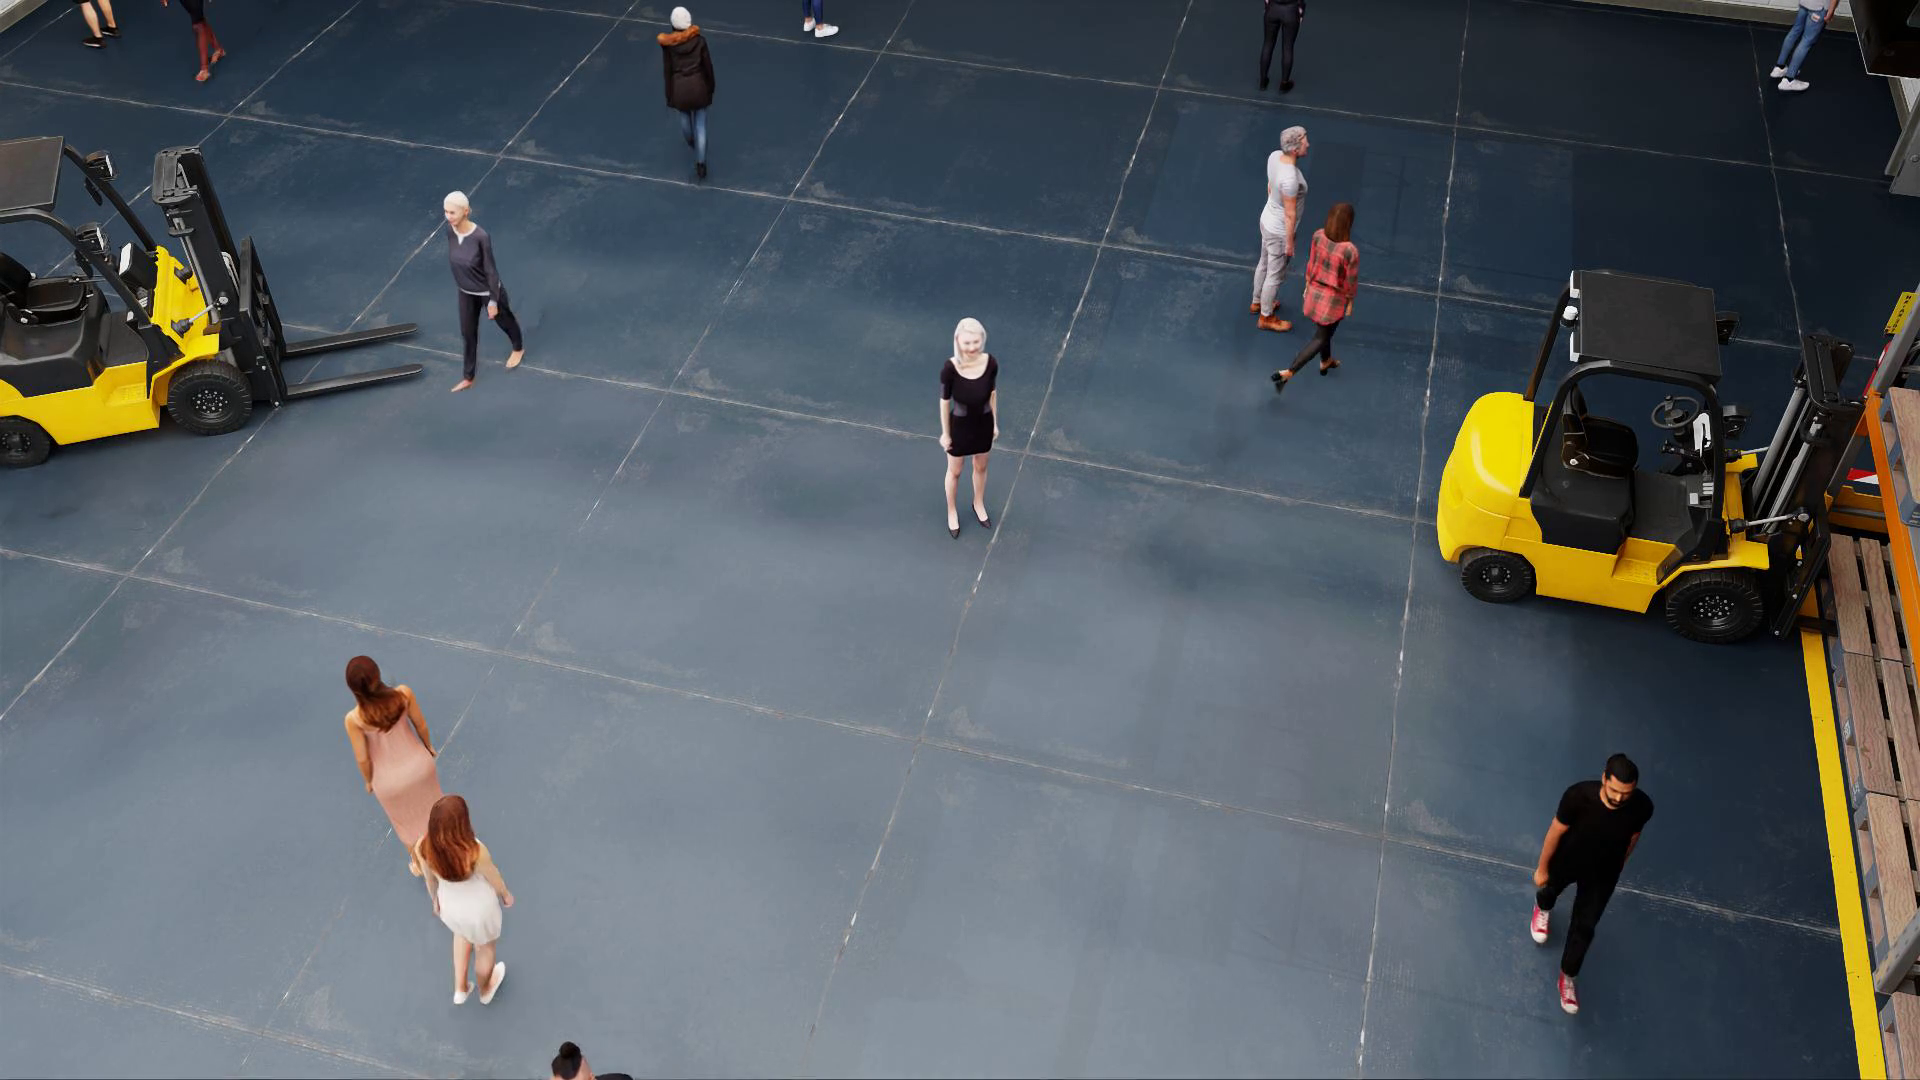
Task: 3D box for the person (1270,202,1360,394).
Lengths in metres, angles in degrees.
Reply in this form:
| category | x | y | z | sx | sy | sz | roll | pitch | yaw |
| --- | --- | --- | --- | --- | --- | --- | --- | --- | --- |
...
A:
| category | x | y | z | sx | sy | sz | roll | pitch | yaw |
| --- | --- | --- | --- | --- | --- | --- | --- | --- | --- |
| person | 2.813 | -1.854 | 13.018 | 1.169 | 1.677 | 1.038 | -27 | 50 | -25 |

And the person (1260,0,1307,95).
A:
| category | x | y | z | sx | sy | sz | roll | pitch | yaw |
| --- | --- | --- | --- | --- | --- | --- | --- | --- | --- |
| person | 3.231 | -5.287 | 16.617 | 0.605 | 1.683 | 0.571 | 19 | 47 | 19 |

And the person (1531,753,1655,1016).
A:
| category | x | y | z | sx | sy | sz | roll | pitch | yaw |
| --- | --- | --- | --- | --- | --- | --- | --- | --- | --- |
| person | 3.460 | 1.714 | 9.238 | 0.649 | 1.725 | 1.021 | 9 | 44 | 10 |

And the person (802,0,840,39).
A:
| category | x | y | z | sx | sy | sz | roll | pitch | yaw |
| --- | --- | --- | --- | --- | --- | --- | --- | --- | --- |
| person | -1.560 | -6.184 | 17.492 | 0.706 | 1.775 | 0.666 | -26 | 49 | -25 |

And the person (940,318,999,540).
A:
| category | x | y | z | sx | sy | sz | roll | pitch | yaw |
| --- | --- | --- | --- | --- | --- | --- | --- | --- | --- |
| person | 0.065 | -0.797 | 11.798 | 0.659 | 1.830 | 0.682 | -15 | 46 | -15 |

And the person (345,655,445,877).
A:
| category | x | y | z | sx | sy | sz | roll | pitch | yaw |
| --- | --- | --- | --- | --- | --- | --- | --- | --- | --- |
| person | -3.212 | 1.325 | 9.569 | 0.631 | 1.831 | 0.722 | -30 | 51 | -28 |

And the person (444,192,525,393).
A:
| category | x | y | z | sx | sy | sz | roll | pitch | yaw |
| --- | --- | --- | --- | --- | --- | --- | --- | --- | --- |
| person | -3.749 | -2.040 | 13.202 | 0.696 | 1.692 | 1.049 | 14 | 45 | 15 |

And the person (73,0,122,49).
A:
| category | x | y | z | sx | sy | sz | roll | pitch | yaw |
| --- | --- | --- | --- | --- | --- | --- | --- | --- | --- |
| person | -9.219 | -6.015 | 17.364 | 0.707 | 1.708 | 0.515 | 14 | 45 | 15 |

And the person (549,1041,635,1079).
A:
| category | x | y | z | sx | sy | sz | roll | pitch | yaw |
| --- | --- | --- | --- | --- | --- | --- | --- | --- | --- |
| person | -1.737 | 2.853 | 7.975 | 0.997 | 1.818 | 1.290 | -4 | 44 | -4 |

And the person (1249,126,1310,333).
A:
| category | x | y | z | sx | sy | sz | roll | pitch | yaw |
| --- | --- | --- | --- | --- | --- | --- | --- | --- | --- |
| person | 2.614 | -2.569 | 13.656 | 0.826 | 1.832 | 0.659 | -6 | 44 | -6 |

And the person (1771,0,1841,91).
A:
| category | x | y | z | sx | sy | sz | roll | pitch | yaw |
| --- | --- | --- | --- | --- | --- | --- | --- | --- | --- |
| person | 8.596 | -5.447 | 16.637 | 0.795 | 1.887 | 0.642 | -4 | 44 | -4 |

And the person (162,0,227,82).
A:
| category | x | y | z | sx | sy | sz | roll | pitch | yaw |
| --- | --- | --- | --- | --- | --- | --- | --- | --- | --- |
| person | -7.838 | -5.647 | 16.985 | 0.706 | 1.697 | 0.992 | 6 | 44 | 6 |

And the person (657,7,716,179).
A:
| category | x | y | z | sx | sy | sz | roll | pitch | yaw |
| --- | --- | --- | --- | --- | --- | --- | --- | --- | --- |
| person | -2.496 | -4.133 | 15.468 | 0.917 | 1.597 | 1.104 | -8 | 44 | -8 |

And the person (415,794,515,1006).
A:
| category | x | y | z | sx | sy | sz | roll | pitch | yaw |
| --- | --- | --- | --- | --- | --- | --- | --- | --- | --- |
| person | -2.661 | 2.029 | 8.932 | 0.572 | 1.691 | 0.683 | 5 | 44 | 5 |
